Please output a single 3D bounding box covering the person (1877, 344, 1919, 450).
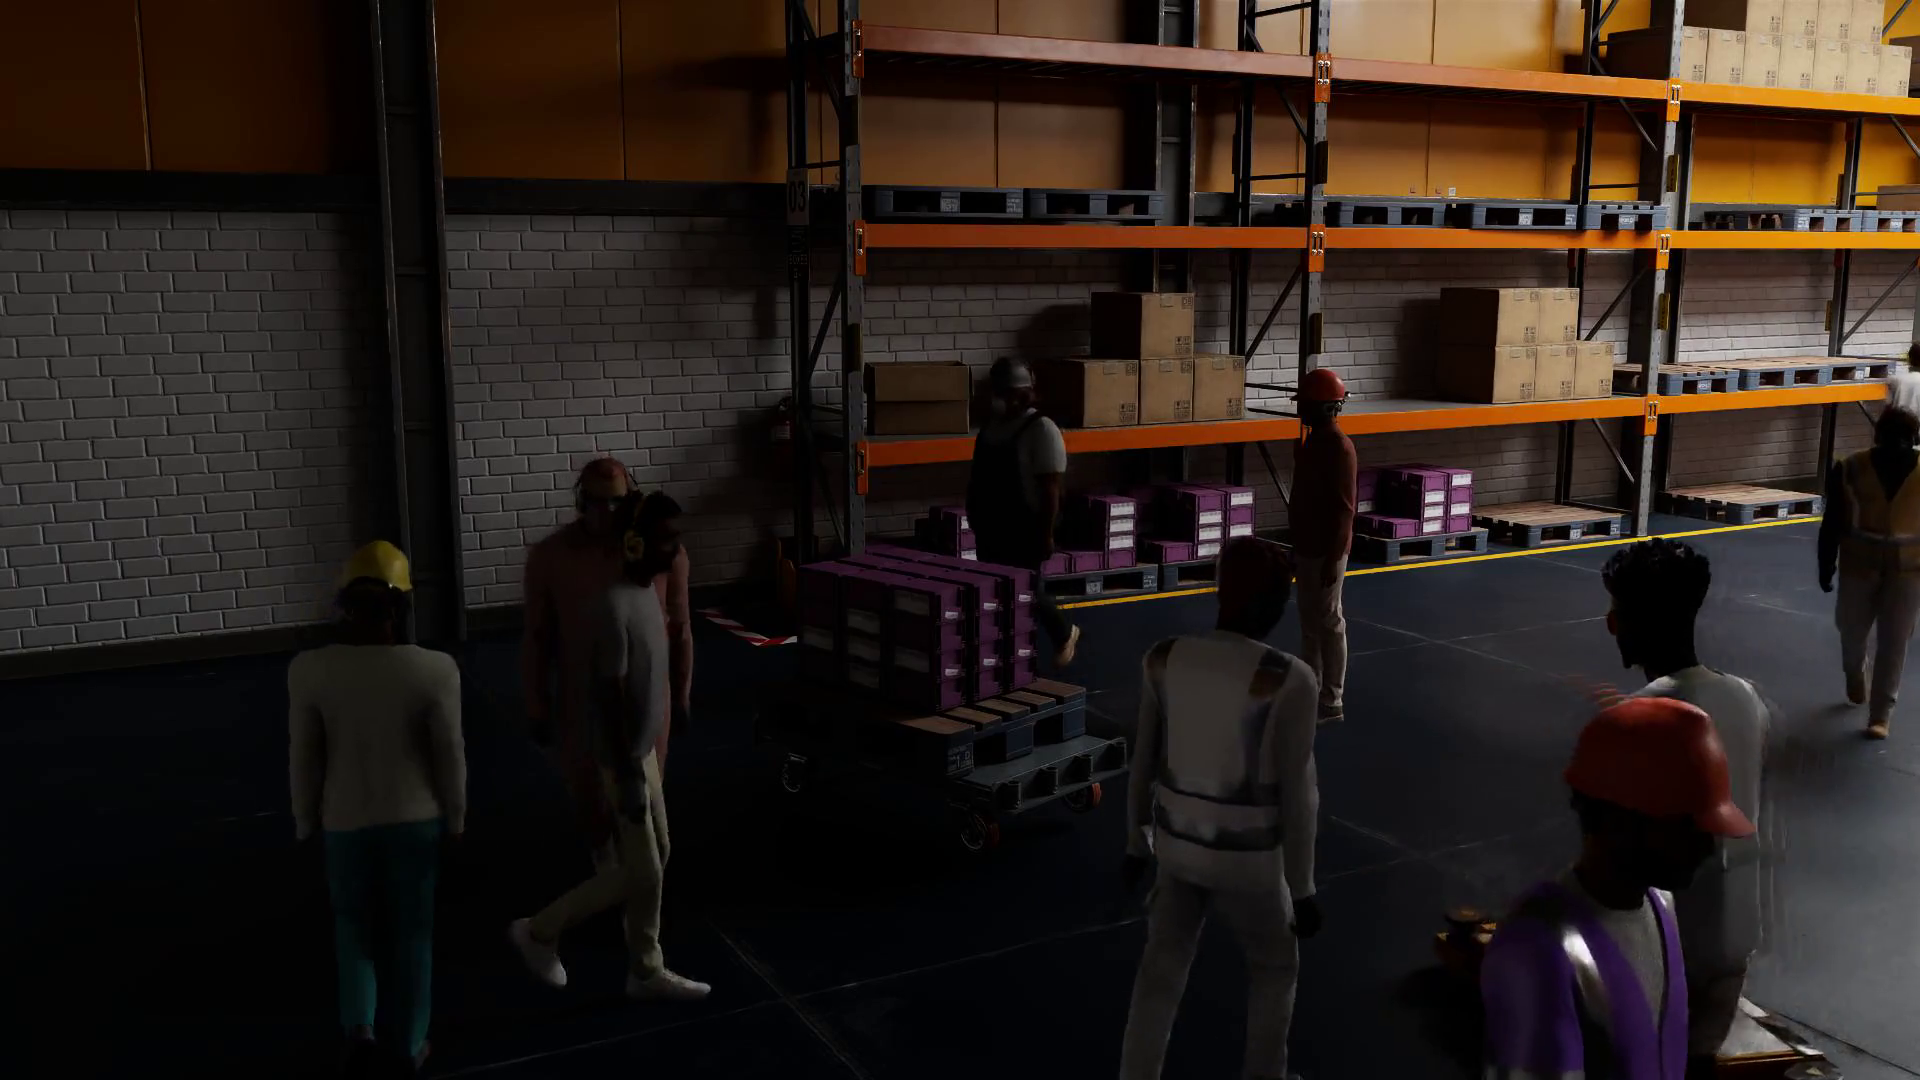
[{"bbox_3d":[8.799,-0.913,15.362,0.996,1.813,0.538,-6,12,-32],"label":"person"}]

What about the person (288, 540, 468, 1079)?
[{"bbox_3d":[-1.818,0.873,5.237,0.533,1.746,0.425,-2,10,-13],"label":"person"}]

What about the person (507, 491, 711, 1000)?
[{"bbox_3d":[-1.220,0.741,5.739,0.607,1.847,0.536,1,10,5],"label":"person"}]

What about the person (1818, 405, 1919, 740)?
[{"bbox_3d":[5.136,0.144,9.260,0.637,1.823,0.783,6,11,30],"label":"person"}]

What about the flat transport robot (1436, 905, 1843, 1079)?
[{"bbox_3d":[2.207,1.561,5.544,0.652,0.197,1.431,-2,10,-9],"label":"flat transport robot"}]

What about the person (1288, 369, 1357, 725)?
[{"bbox_3d":[2.014,0.036,9.369,0.378,1.995,0.612,-2,10,-10],"label":"person"}]

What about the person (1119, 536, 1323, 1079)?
[{"bbox_3d":[0.782,0.903,4.806,0.652,1.842,0.836,8,13,40],"label":"person"}]

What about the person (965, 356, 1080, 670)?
[{"bbox_3d":[0.340,-0.120,10.136,0.679,2.000,0.684,-8,12,-38],"label":"person"}]

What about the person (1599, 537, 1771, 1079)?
[{"bbox_3d":[1.772,0.962,4.170,0.680,1.942,0.445,-7,12,-35],"label":"person"}]

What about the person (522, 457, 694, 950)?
[{"bbox_3d":[-1.379,0.591,6.559,0.655,1.873,0.840,-2,10,-12],"label":"person"}]

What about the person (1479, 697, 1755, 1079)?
[{"bbox_3d":[1.154,1.212,2.879,0.585,1.895,0.892,-8,13,-39],"label":"person"}]
